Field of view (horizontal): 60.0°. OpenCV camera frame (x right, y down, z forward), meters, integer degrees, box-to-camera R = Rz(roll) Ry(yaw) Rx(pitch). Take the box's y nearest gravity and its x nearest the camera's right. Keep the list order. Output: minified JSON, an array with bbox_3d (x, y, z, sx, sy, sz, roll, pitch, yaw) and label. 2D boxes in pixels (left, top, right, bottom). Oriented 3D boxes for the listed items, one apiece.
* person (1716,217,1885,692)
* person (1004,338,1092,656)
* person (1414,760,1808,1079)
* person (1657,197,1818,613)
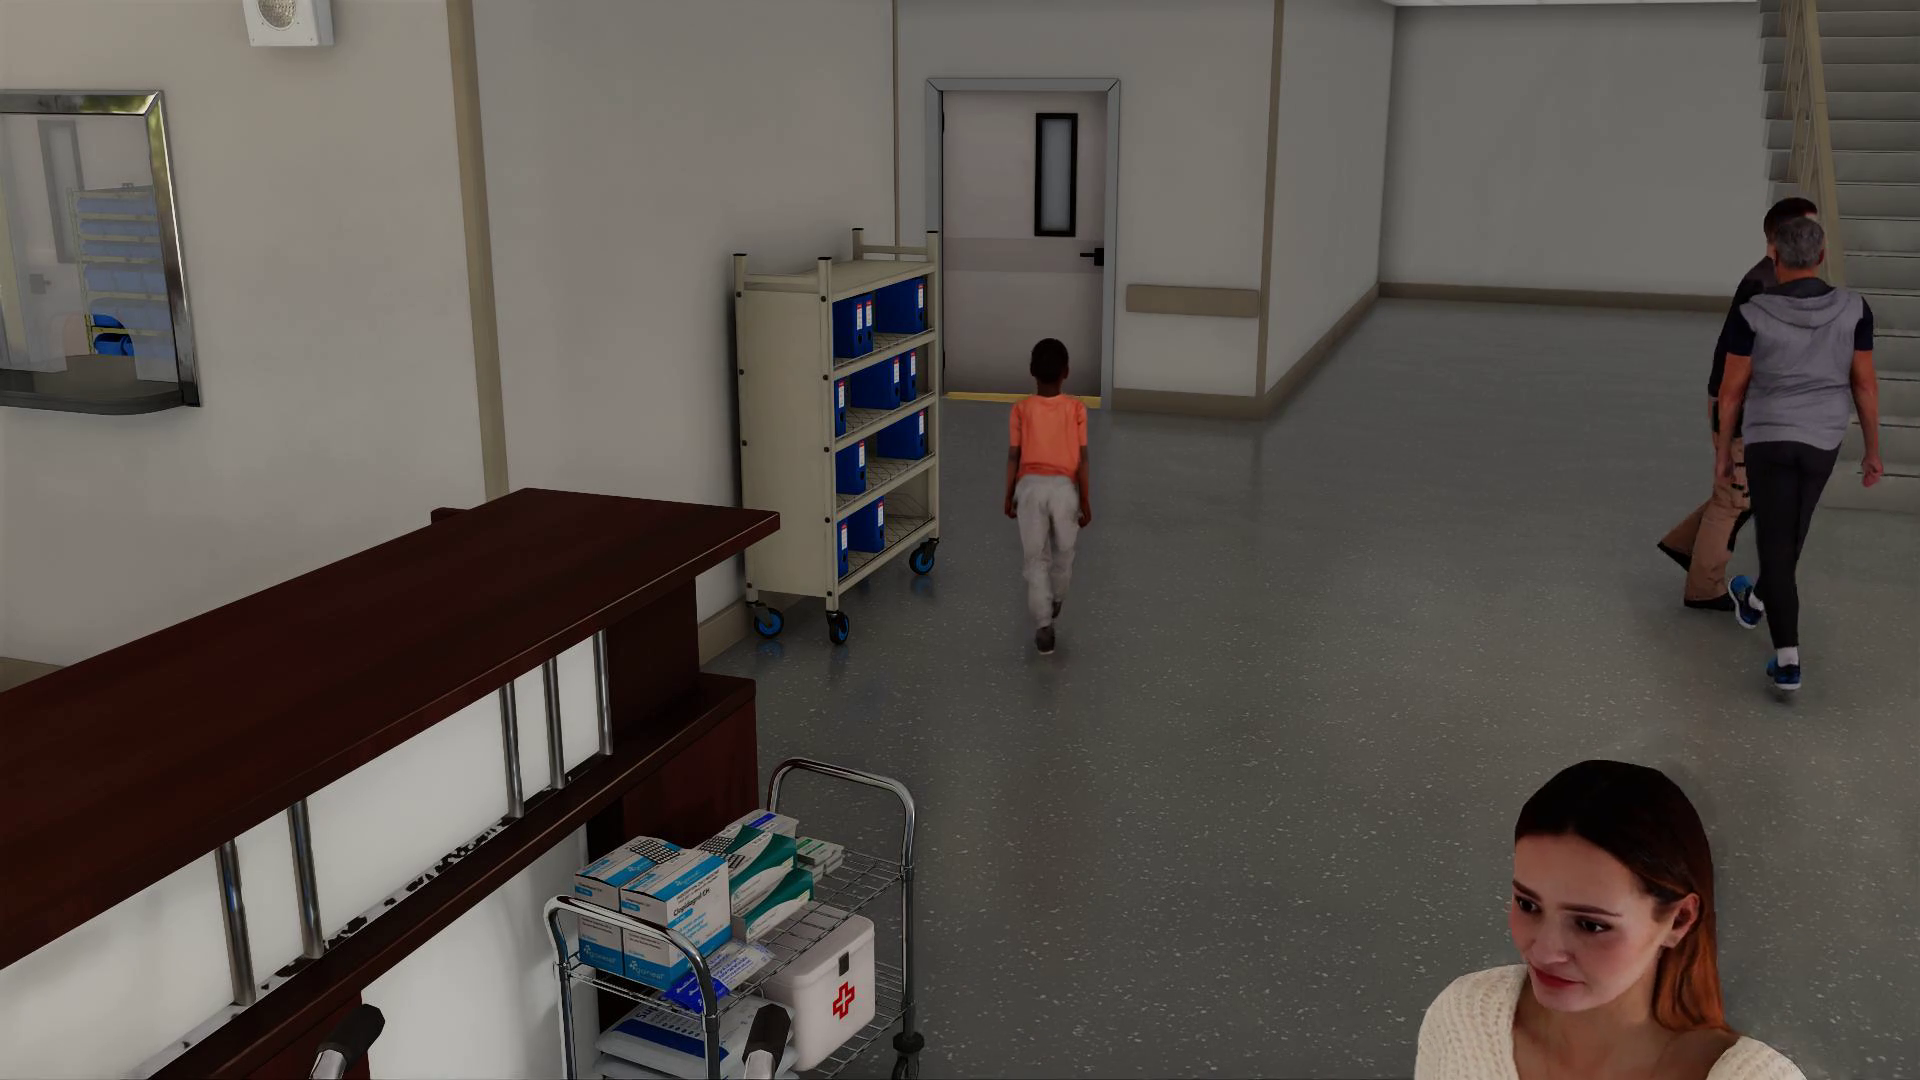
[{"bbox_3d":[3.230,-0.288,6.408,0.973,1.761,1.283,2,16,8],"label":"person"},{"bbox_3d":[0.362,-0.156,6.825,0.696,1.281,0.945,0,16,1],"label":"person"},{"bbox_3d":[0.716,1.028,1.891,0.767,1.680,0.836,14,21,40],"label":"person"},{"bbox_3d":[3.443,-0.592,7.380,0.744,1.820,0.648,6,17,21],"label":"person"}]
